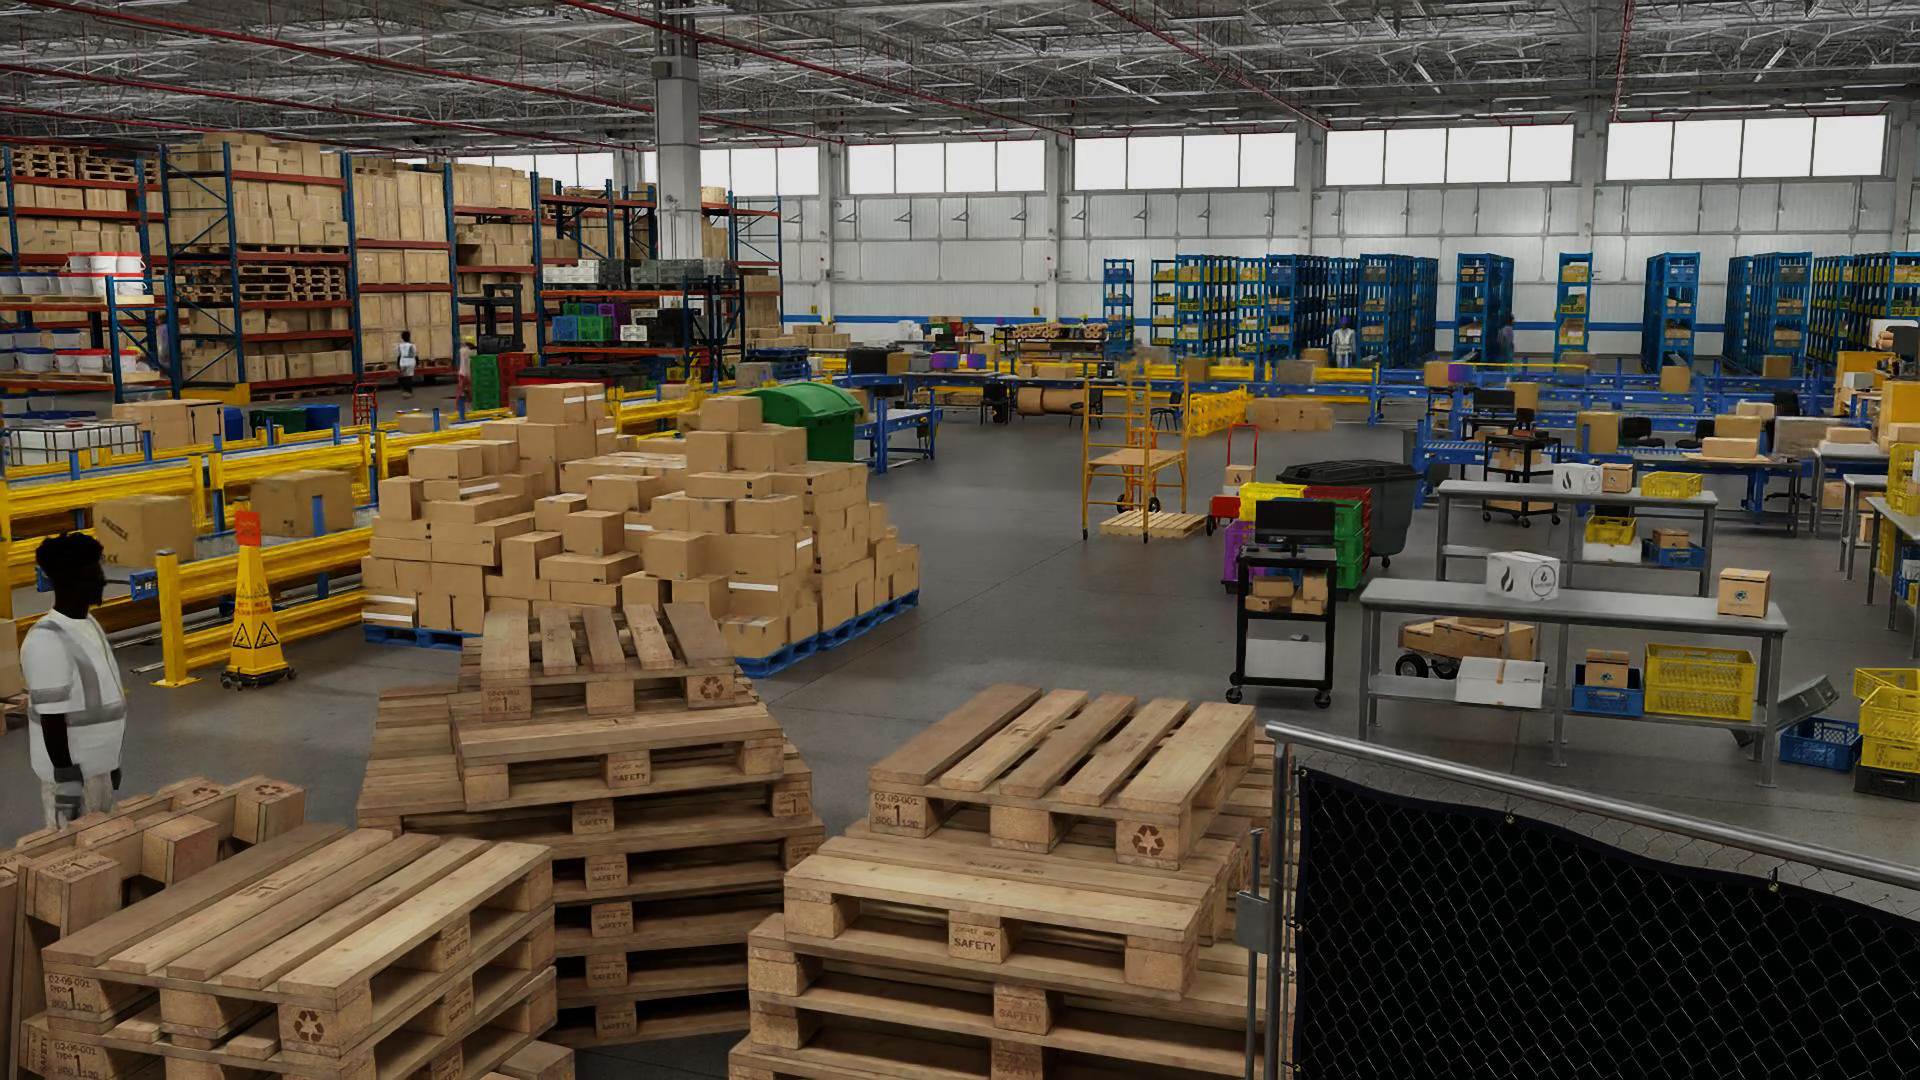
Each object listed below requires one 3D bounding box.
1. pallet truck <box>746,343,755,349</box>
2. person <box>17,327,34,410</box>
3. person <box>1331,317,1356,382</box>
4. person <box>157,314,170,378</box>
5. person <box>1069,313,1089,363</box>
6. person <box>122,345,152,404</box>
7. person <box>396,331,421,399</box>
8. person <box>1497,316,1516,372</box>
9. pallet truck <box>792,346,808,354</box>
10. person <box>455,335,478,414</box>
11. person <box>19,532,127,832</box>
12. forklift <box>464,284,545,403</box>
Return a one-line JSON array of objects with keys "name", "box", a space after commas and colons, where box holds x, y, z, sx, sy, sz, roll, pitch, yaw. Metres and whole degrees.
[{"name": "pallet truck", "box": [-6.183, -4.618, 44.264, 1.601, 1.201, 0.680, -9, 12, -43]}, {"name": "person", "box": [-20.884, -3.879, 37.491, 0.551, 1.908, 0.746, 4, 10, 26]}, {"name": "person", "box": [10.287, -5.016, 44.608, 0.641, 1.908, 0.901, 2, 9, 14]}, {"name": "person", "box": [-23.358, -5.657, 48.671, 0.653, 1.894, 0.976, 6, 11, 35]}, {"name": "person", "box": [3.858, -6.408, 53.643, 0.604, 1.821, 0.617, 2, 9, 12]}, {"name": "person", "box": [-14.669, -2.575, 29.653, 0.601, 1.801, 0.852, 2, 9, 15]}, {"name": "person", "box": [-13.577, -4.292, 40.830, 0.526, 1.664, 0.844, 2, 9, 13]}, {"name": "person", "box": [16.598, -5.913, 50.606, 0.953, 1.802, 0.564, 5, 10, 27]}, {"name": "pallet truck", "box": [-3.705, -4.298, 42.022, 0.653, 1.274, 1.630, 3, 10, 20]}, {"name": "person", "box": [-10.677, -3.585, 36.221, 0.771, 1.717, 0.610, -8, 12, -40]}, {"name": "person", "box": [-3.736, 0.937, 7.081, 0.367, 1.960, 0.602, -2, 9, -13]}, {"name": "forklift", "box": [-10.832, -4.702, 39.610, 1.129, 2.768, 1.873, 3, 10, 20]}]
